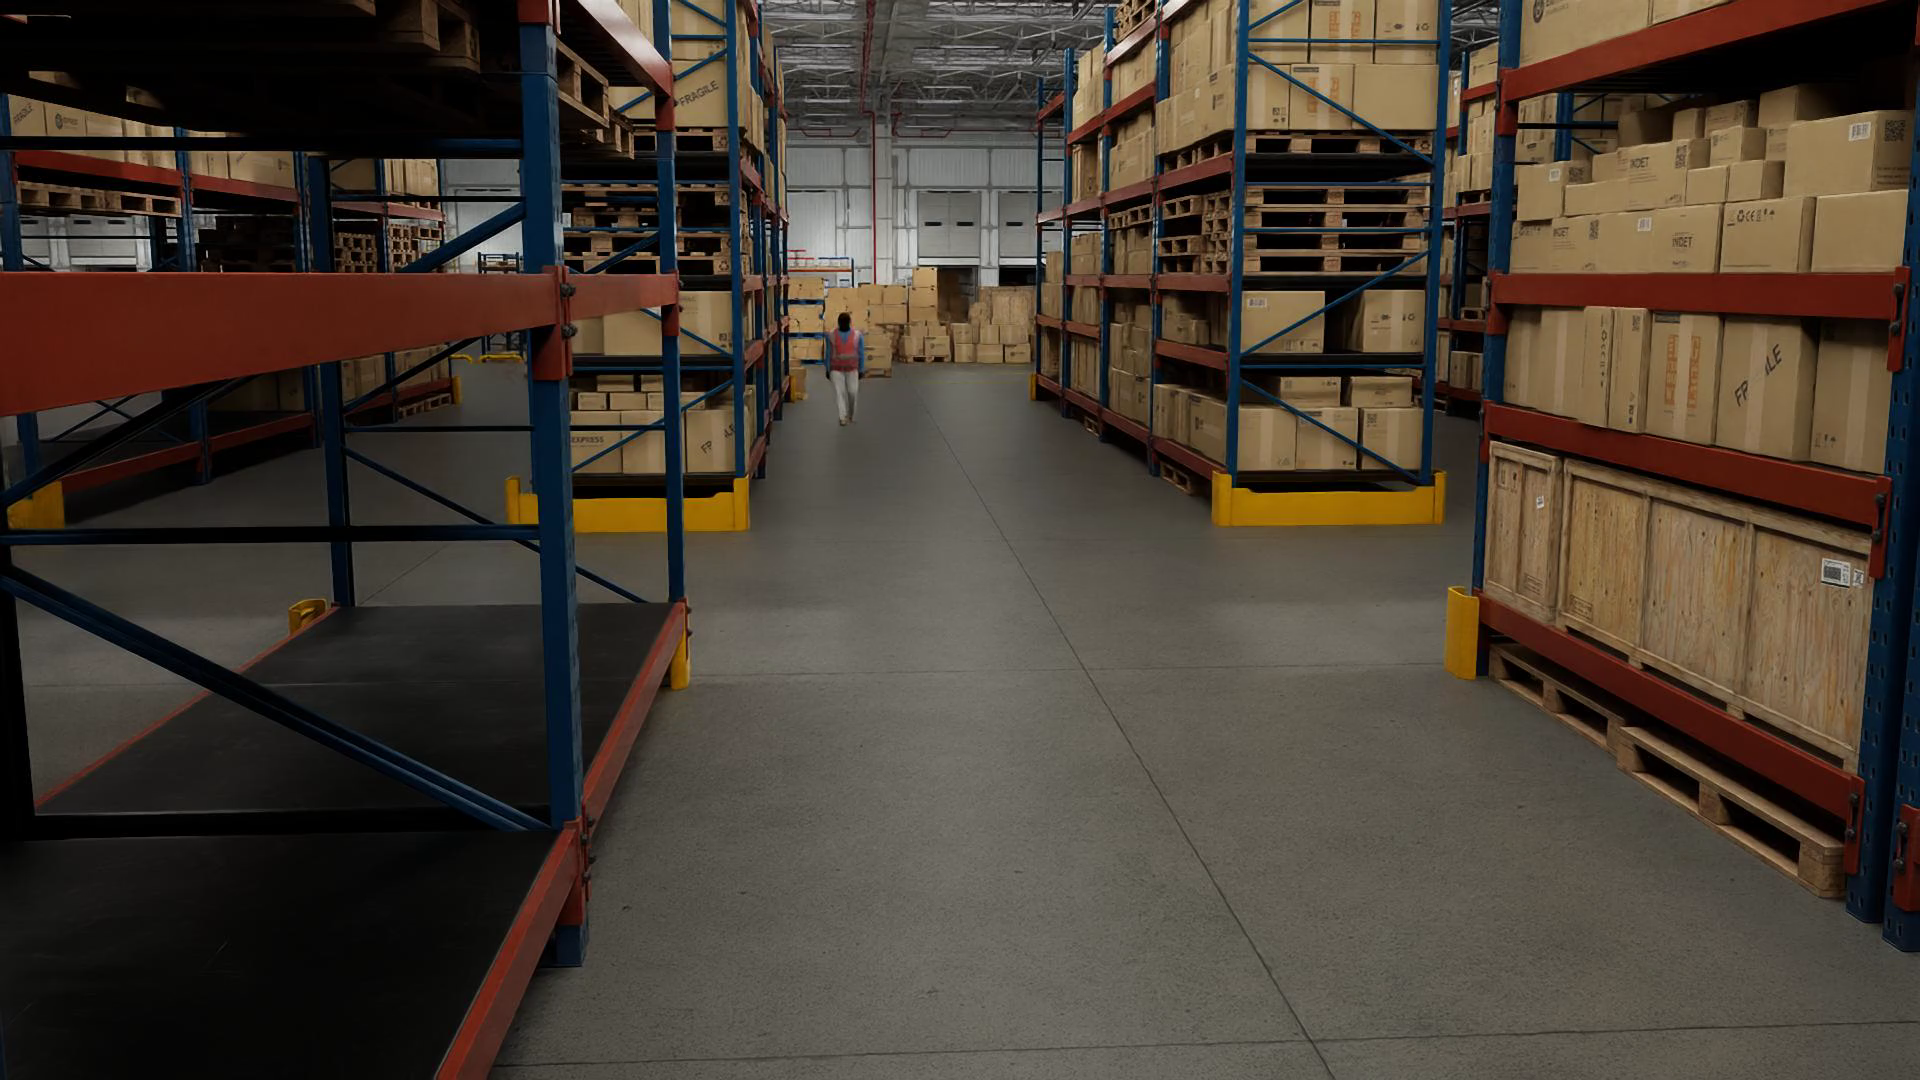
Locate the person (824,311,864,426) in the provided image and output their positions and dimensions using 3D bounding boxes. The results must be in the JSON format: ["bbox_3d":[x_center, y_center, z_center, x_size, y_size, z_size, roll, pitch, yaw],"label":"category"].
[{"bbox_3d":[-1.852,-2.727,26.556,0.629,1.828,0.449,-1,9,-4],"label":"person"}]
